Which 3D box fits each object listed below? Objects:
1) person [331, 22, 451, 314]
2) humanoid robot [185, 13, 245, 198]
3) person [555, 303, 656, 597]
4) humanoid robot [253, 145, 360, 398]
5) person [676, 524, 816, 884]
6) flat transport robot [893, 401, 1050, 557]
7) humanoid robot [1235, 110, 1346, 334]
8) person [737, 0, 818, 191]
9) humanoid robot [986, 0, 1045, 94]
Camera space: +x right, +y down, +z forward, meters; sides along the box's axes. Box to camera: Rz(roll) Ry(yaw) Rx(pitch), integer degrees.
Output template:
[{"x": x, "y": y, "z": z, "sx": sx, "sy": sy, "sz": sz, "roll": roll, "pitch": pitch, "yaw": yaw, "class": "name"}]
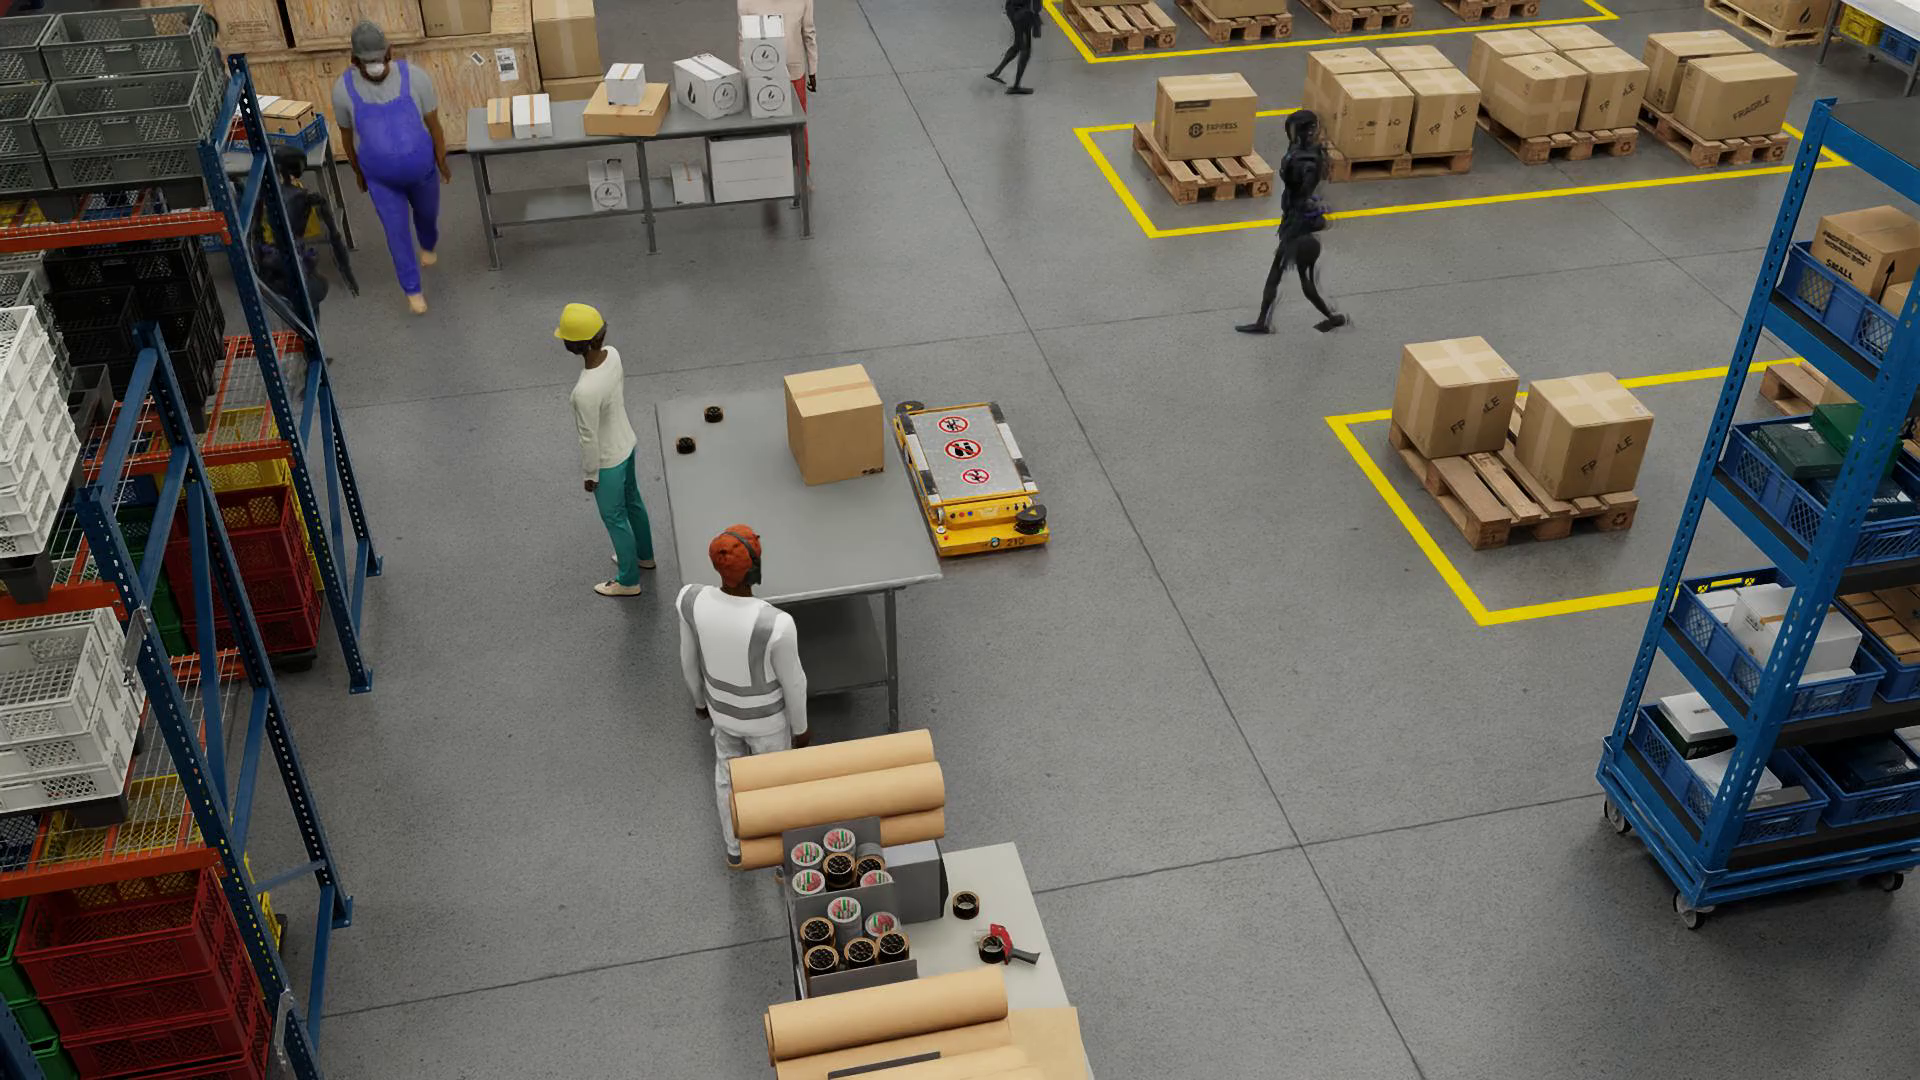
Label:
[{"x": -3.969, "y": -2.706, "z": 11.708, "sx": 0.679, "sy": 2.000, "sz": 0.924, "roll": -15, "pitch": 39, "yaw": -19, "class": "person"}, {"x": -5.700, "y": -3.163, "z": 12.661, "sx": 0.714, "sy": 1.619, "sz": 0.644, "roll": -4, "pitch": 37, "yaw": -5, "class": "humanoid robot"}, {"x": -1.915, "y": -0.480, "z": 8.951, "sx": 0.337, "sy": 1.756, "sz": 0.516, "roll": 4, "pitch": 37, "yaw": 5, "class": "person"}, {"x": -4.265, "y": -1.712, "z": 10.689, "sx": 0.593, "sy": 1.625, "sz": 0.573, "roll": 13, "pitch": 38, "yaw": 16, "class": "humanoid robot"}, {"x": -0.909, "y": 0.734, "z": 7.216, "sx": 0.574, "sy": 1.882, "sz": 0.362, "roll": 16, "pitch": 40, "yaw": 20, "class": "person"}, {"x": 0.046, "y": -0.430, "z": 10.108, "sx": 0.652, "sy": 0.197, "sz": 1.431, "roll": -8, "pitch": 37, "yaw": -10, "class": "flat transport robot"}, {"x": 2.336, "y": -2.118, "z": 11.275, "sx": 0.738, "sy": 1.642, "sz": 0.611, "roll": -6, "pitch": 37, "yaw": -7, "class": "humanoid robot"}, {"x": -1.413, "y": -3.671, "z": 13.054, "sx": 0.618, "sy": 1.988, "sz": 0.402, "roll": -8, "pitch": 37, "yaw": -10, "class": "person"}, {"x": 0.540, "y": -4.785, "z": 14.811, "sx": 0.468, "sy": 1.630, "sz": 0.613, "roll": -10, "pitch": 38, "yaw": -13, "class": "humanoid robot"}]
